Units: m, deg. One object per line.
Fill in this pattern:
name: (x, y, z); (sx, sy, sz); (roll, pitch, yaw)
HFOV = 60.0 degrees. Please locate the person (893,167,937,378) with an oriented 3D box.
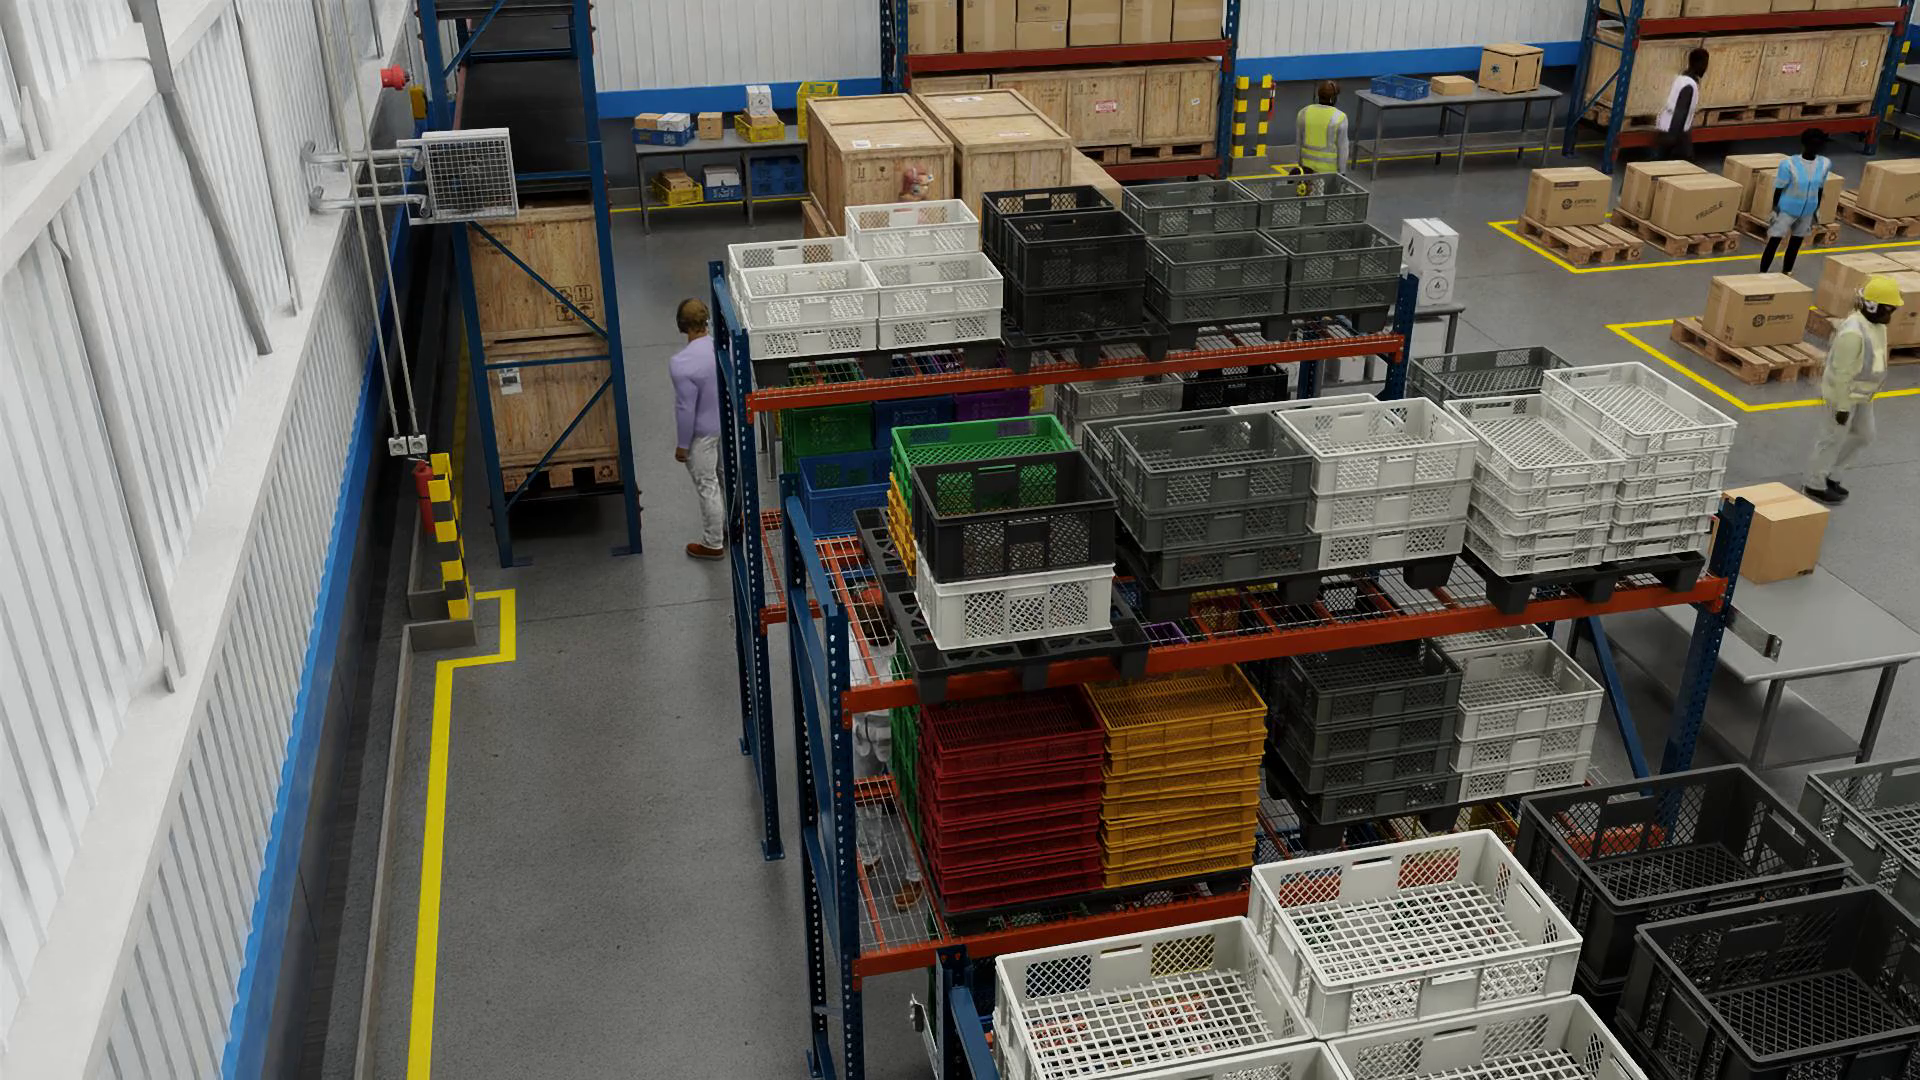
person: (-0.391, -2.369, 14.772); (0.403, 1.906, 0.651); (-7, 29, -13)

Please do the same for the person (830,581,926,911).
person: (-0.382, 1.025, 8.373); (0.567, 1.877, 0.349); (13, 31, 23)

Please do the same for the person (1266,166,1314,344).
person: (2.969, -2.423, 14.910); (0.327, 1.874, 0.519); (-6, 28, -11)

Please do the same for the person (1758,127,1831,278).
person: (8.449, -3.333, 16.820); (0.540, 1.695, 0.317); (-2, 28, -3)

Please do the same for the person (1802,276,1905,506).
person: (6.711, -1.101, 12.459); (0.606, 1.815, 0.479); (-25, 36, -38)

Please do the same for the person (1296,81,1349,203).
person: (3.919, -4.038, 18.007); (0.627, 1.844, 0.429); (23, 35, 36)

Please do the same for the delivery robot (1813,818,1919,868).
delivery robot: (4.623, 1.674, 8.442); (0.477, 0.478, 0.707); (-22, 35, -36)

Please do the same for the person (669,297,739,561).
person: (-1.791, -0.776, 11.720); (0.376, 1.934, 0.629); (15, 31, 26)

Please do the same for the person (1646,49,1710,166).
person: (8.410, -4.807, 19.461); (1.032, 1.862, 0.602); (7, 29, 13)
